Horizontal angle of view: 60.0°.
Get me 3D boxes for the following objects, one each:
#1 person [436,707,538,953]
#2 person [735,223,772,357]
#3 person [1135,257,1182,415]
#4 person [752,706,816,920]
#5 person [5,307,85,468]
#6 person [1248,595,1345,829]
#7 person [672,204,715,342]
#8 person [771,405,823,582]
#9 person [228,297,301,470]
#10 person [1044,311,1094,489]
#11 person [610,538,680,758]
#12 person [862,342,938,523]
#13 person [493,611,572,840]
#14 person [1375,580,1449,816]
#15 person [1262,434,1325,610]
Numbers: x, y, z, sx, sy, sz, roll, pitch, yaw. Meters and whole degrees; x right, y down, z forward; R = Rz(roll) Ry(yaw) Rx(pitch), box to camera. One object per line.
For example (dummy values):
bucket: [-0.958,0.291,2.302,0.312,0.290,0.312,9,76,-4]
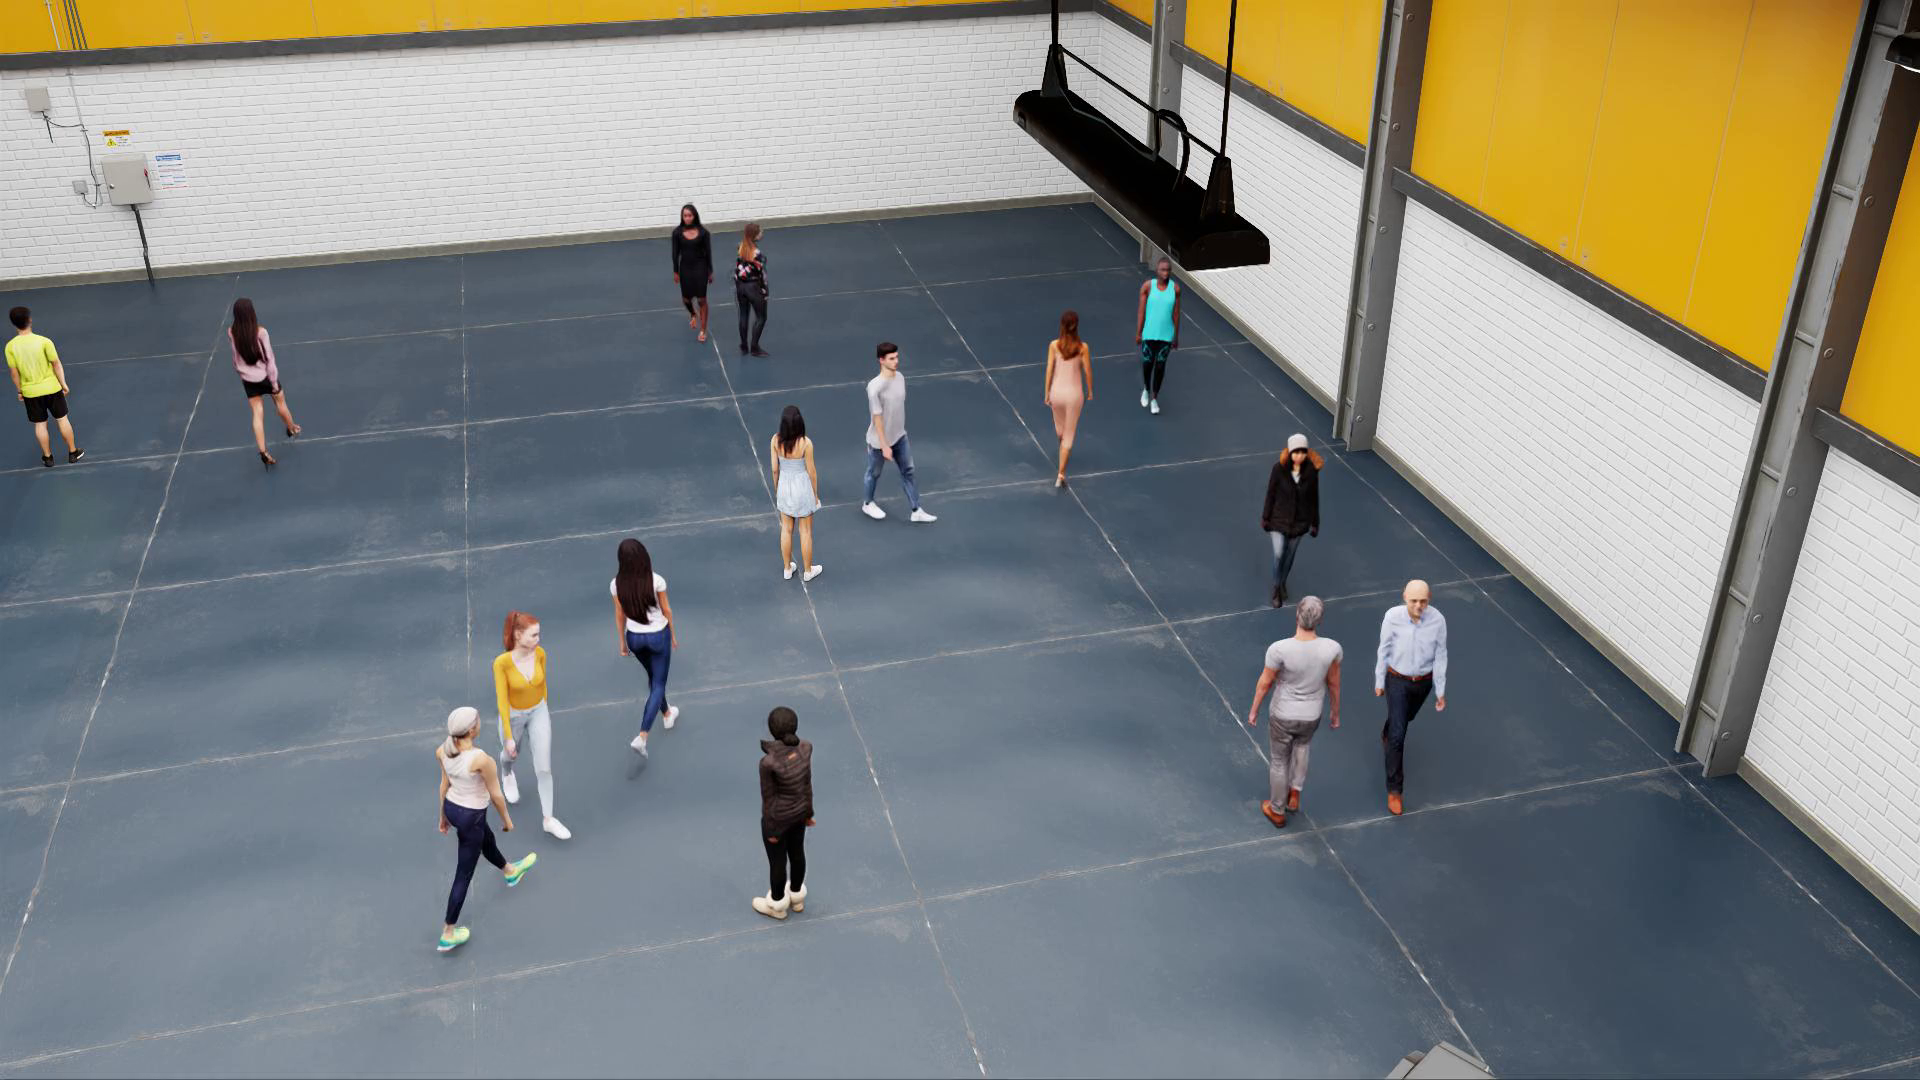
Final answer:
person: [-3.268,1.911,10.870,1.185,1.656,1.220,15,32,25]
person: [-2.526,-3.003,19.873,0.688,1.663,0.813,14,32,24]
person: [2.179,-2.297,18.435,0.701,1.799,0.717,0,29,1]
person: [-1.153,1.822,11.023,0.692,1.665,0.751,-19,34,-31]
person: [-9.531,-1.593,17.240,0.655,1.708,0.557,-11,31,-20]
person: [2.435,1.286,11.863,0.847,1.803,0.718,-4,29,-8]
person: [-3.243,-3.305,20.381,0.715,1.705,0.788,-3,29,-5]
person: [-1.499,-0.431,15.090,0.672,1.727,0.686,7,29,13]
person: [-7.261,-1.579,17.150,0.884,1.768,1.162,2,29,3]
person: [1.058,-1.384,16.777,0.994,1.785,1.191,8,30,14]
person: [-2.406,0.845,12.734,0.910,1.744,1.160,5,29,10]
person: [-0.775,-1.030,16.057,1.186,1.852,1.043,23,36,36]
person: [-3.189,1.280,11.970,0.918,1.711,1.232,-18,34,-30]
person: [3.322,1.040,12.366,0.873,1.753,1.277,0,29,1]
person: [2.924,-0.231,14.830,0.713,1.624,0.746,-1,29,-2]
